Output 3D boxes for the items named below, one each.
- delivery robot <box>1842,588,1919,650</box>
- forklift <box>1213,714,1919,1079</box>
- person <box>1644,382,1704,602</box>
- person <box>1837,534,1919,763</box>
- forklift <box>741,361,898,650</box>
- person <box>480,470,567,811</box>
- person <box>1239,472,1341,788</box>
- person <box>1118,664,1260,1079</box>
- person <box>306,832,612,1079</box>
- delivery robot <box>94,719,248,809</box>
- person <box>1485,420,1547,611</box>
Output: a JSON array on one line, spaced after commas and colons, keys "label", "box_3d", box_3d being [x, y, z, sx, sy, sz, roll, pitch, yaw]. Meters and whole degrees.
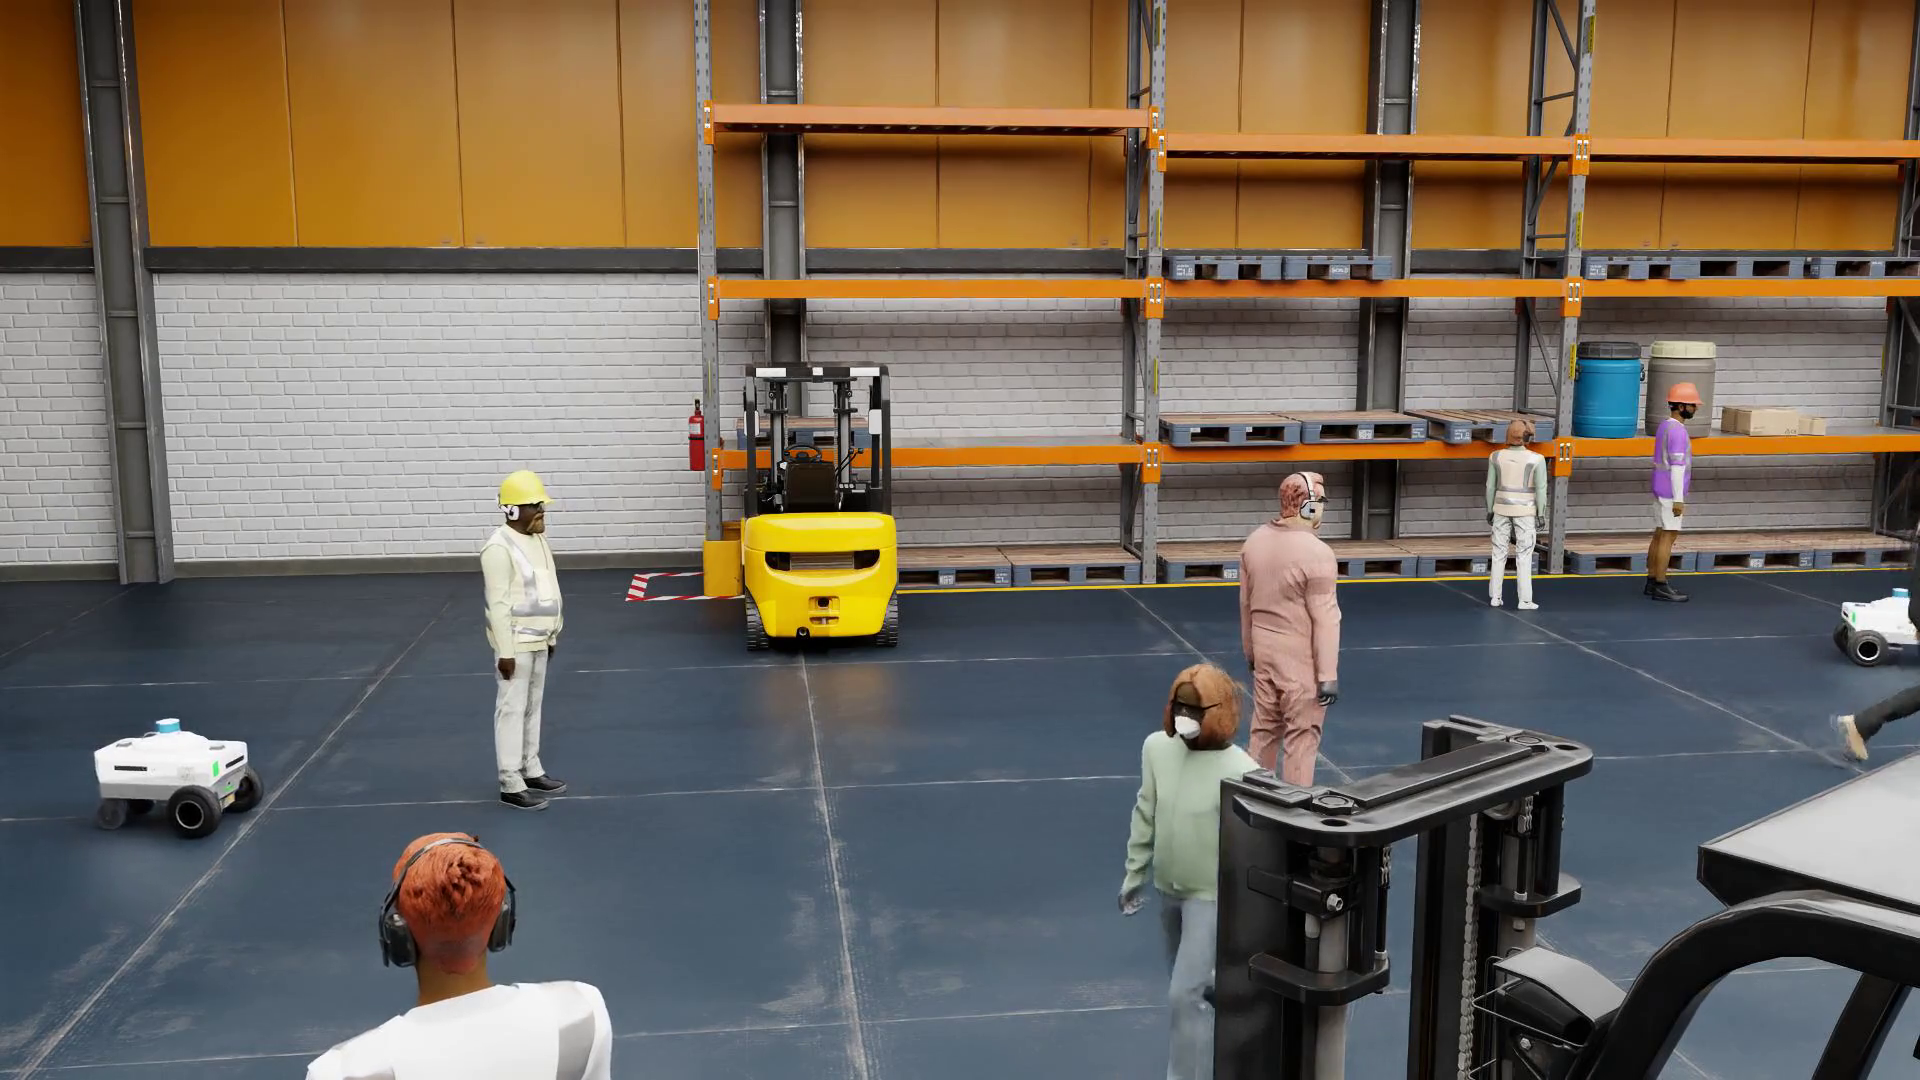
[{"label": "delivery robot", "box_3d": [6.939, 0.601, 12.299, 0.707, 0.478, 0.477, 3, 9, 16]}, {"label": "forklift", "box_3d": [1.441, 1.425, 2.350, 1.214, 2.155, 2.313, -7, 12, -39]}, {"label": "person", "box_3d": [6.316, -0.426, 14.699, 0.375, 1.935, 0.550, 2, 9, 10]}, {"label": "person", "box_3d": [5.517, 0.468, 9.505, 0.750, 1.825, 0.512, 3, 10, 19]}, {"label": "forklift", "box_3d": [-1.154, -0.340, 13.365, 1.214, 2.155, 2.313, -1, 9, -7]}, {"label": "person", "box_3d": [-2.360, 0.532, 9.046, 0.404, 1.834, 0.591, 1, 9, 9]}, {"label": "person", "box_3d": [1.690, 0.604, 8.373, 0.402, 1.906, 0.652, -5, 10, -28]}, {"label": "person", "box_3d": [0.841, 1.186, 5.672, 0.764, 1.603, 0.499, -8, 12, -39]}, {"label": "person", "box_3d": [-0.902, 1.461, 3.093, 0.576, 1.882, 0.362, -7, 11, -36]}, {"label": "delivery robot", "box_3d": [-4.122, 1.179, 8.696, 0.707, 0.478, 0.477, 1, 9, 6]}, {"label": "person", "box_3d": [4.770, -0.210, 14.288, 0.523, 1.636, 0.310, 7, 12, 38]}]
